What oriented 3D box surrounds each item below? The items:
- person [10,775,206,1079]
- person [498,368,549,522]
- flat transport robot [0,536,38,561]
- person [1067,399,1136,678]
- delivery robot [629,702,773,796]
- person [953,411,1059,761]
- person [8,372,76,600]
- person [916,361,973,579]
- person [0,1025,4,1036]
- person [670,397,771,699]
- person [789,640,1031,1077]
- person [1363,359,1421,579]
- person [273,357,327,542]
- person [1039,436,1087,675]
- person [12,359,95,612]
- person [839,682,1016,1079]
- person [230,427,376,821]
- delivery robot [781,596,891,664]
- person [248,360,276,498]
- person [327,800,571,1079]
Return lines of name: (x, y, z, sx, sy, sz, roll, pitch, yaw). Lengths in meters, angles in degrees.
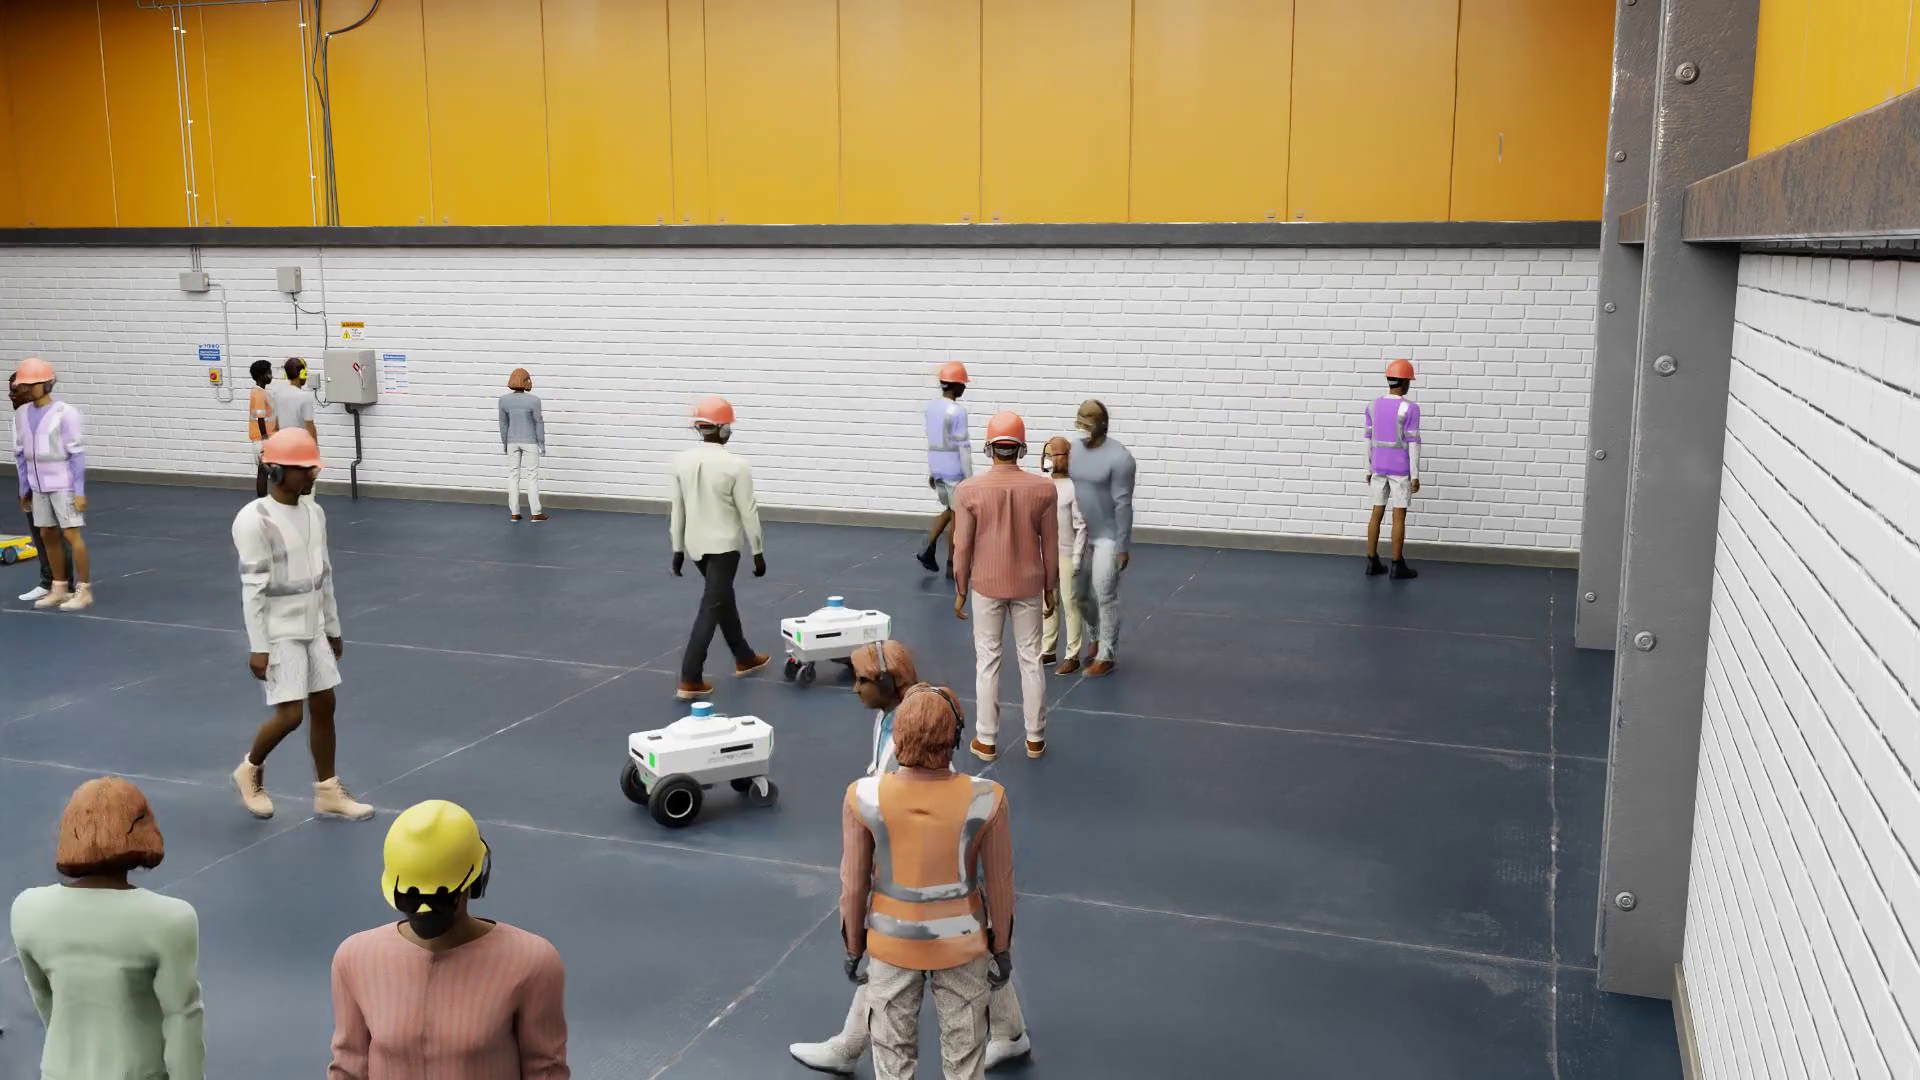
person: (-2.130, 1.376, 4.317, 0.496, 1.600, 0.756, 0, 10, 0)
person: (-4.624, -1.002, 17.611, 0.497, 1.633, 0.285, 2, 10, 10)
flat transport robot: (-9.093, 0.140, 15.011, 0.652, 0.197, 1.431, 3, 10, 15)
person: (0.940, -0.009, 11.245, 0.527, 1.911, 0.648, -10, 14, -43)
delivery robot: (-1.335, 1.085, 8.627, 0.707, 0.478, 0.477, -6, 12, -30)
person: (0.258, 0.263, 9.464, 0.612, 1.995, 0.393, -1, 10, -7)
person: (-7.505, -0.432, 13.602, 0.597, 1.915, 0.372, 7, 13, 36)
person: (-0.085, -0.603, 14.548, 0.425, 1.923, 0.561, -7, 12, -34)
person: (-3.780, 1.022, 5.728, 0.667, 1.797, 0.532, 6, 12, 29)
person: (-1.583, 0.032, 10.940, 0.636, 1.942, 1.025, 7, 12, 33)
person: (-0.156, 1.121, 5.788, 0.891, 1.567, 0.517, -2, 10, -10)
person: (3.826, -0.627, 14.649, 0.377, 1.932, 0.552, -9, 13, -40)
person: (-6.411, -0.848, 16.130, 0.556, 1.850, 0.441, 5, 11, 27)
person: (0.667, 0.103, 11.385, 0.279, 1.634, 0.499, -8, 13, -39)
person: (-7.284, -0.428, 13.288, 0.608, 2.029, 0.441, 3, 10, 16)
person: (-0.096, 1.237, 4.982, 0.525, 1.639, 0.307, 0, 10, 0)
person: (-3.348, 0.446, 8.338, 0.645, 2.028, 0.656, 3, 10, 16)
delivery robot: (-0.837, 0.625, 11.219, 0.707, 0.478, 0.477, -5, 11, -26)
person: (-7.510, -1.098, 17.967, 0.319, 1.698, 0.532, -4, 11, -20)
person: (-1.121, 1.411, 3.672, 0.523, 1.760, 0.325, 0, 10, -2)
